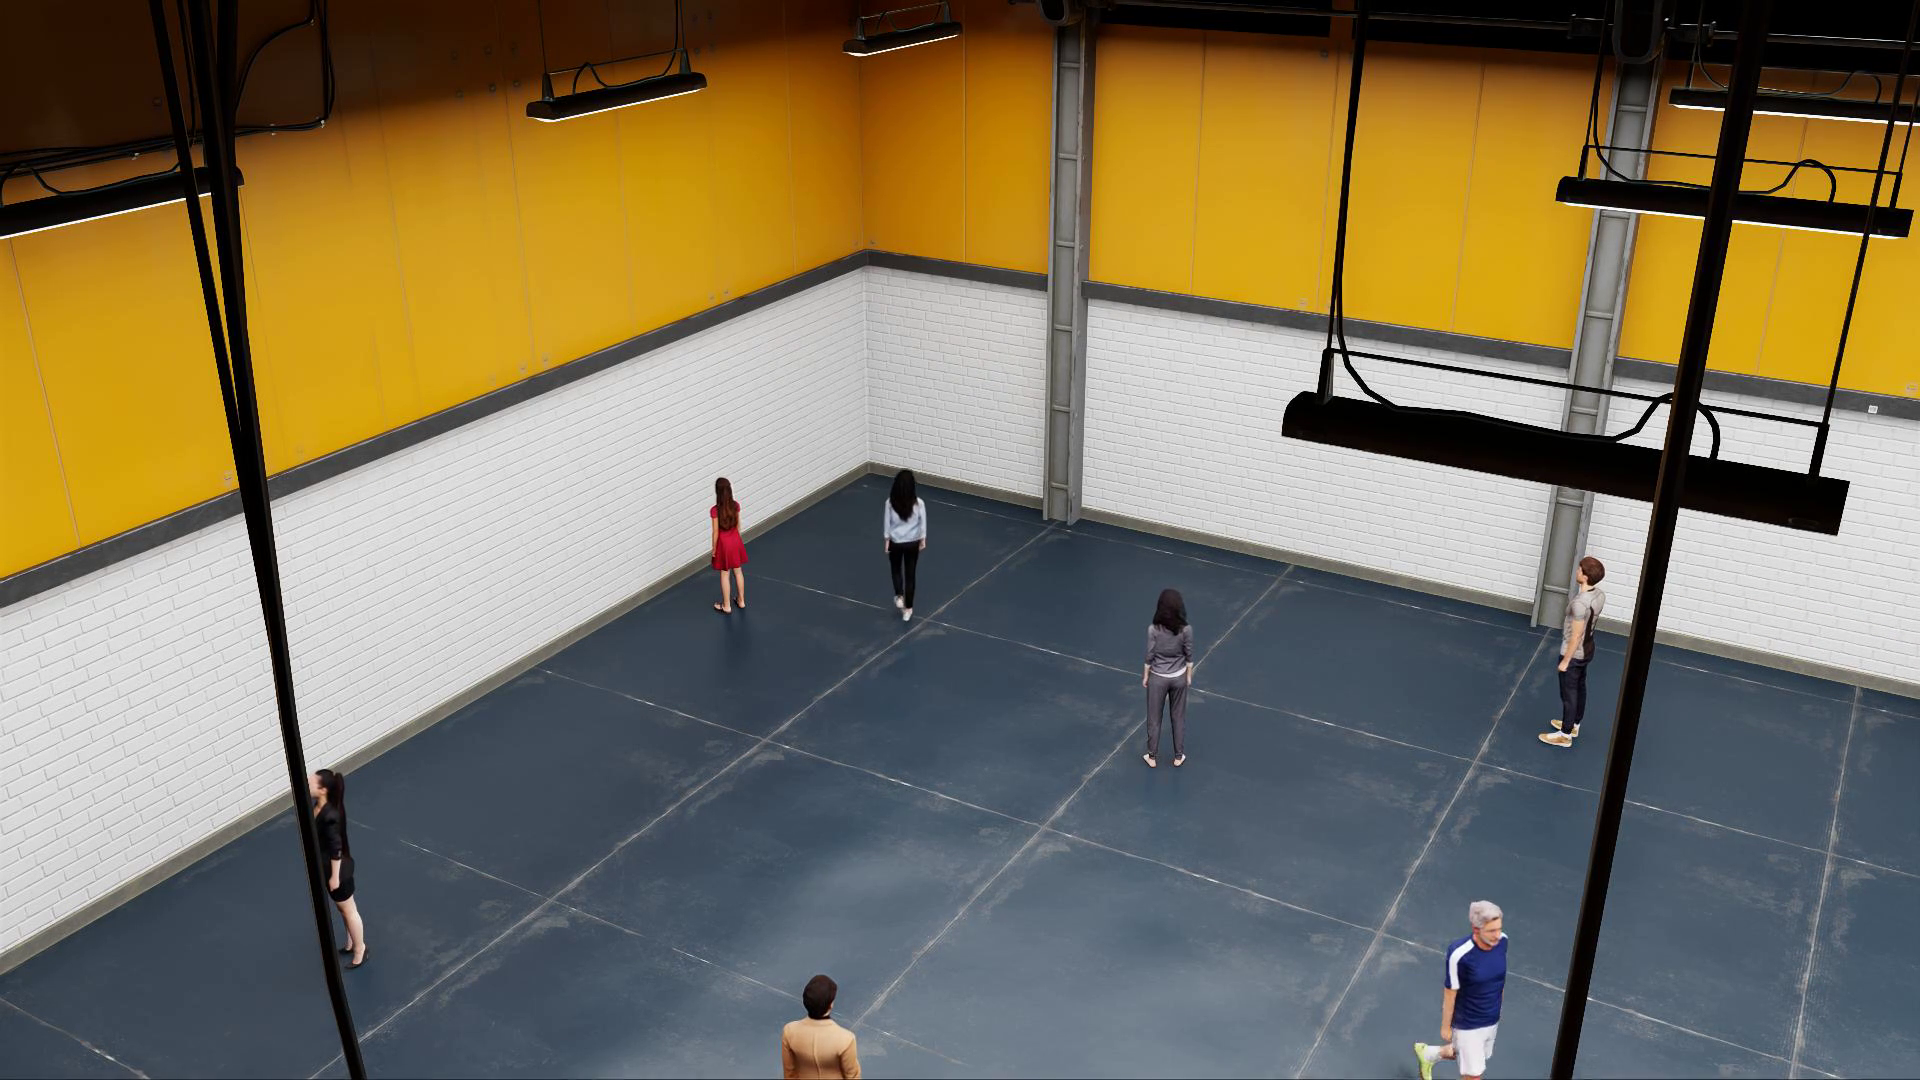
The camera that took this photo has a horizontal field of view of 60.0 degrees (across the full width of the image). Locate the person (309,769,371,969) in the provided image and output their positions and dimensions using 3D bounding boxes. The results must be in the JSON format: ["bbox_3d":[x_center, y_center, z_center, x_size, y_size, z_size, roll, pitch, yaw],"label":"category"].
[{"bbox_3d":[-4.703,2.467,12.558,0.740,1.697,0.641,-12,26,-26],"label":"person"}]

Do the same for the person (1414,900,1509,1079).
[{"bbox_3d":[3.331,3.099,10.964,0.961,1.816,1.146,-13,27,-27],"label":"person"}]

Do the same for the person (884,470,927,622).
[{"bbox_3d":[-0.600,0.084,18.016,0.827,1.692,0.868,-1,24,-2],"label":"person"}]

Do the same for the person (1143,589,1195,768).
[{"bbox_3d":[1.898,1.268,15.220,0.621,1.763,0.738,0,24,-1],"label":"person"}]

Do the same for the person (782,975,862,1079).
[{"bbox_3d":[-0.854,3.441,10.294,0.671,1.726,0.787,4,24,10],"label":"person"}]

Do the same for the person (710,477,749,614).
[{"bbox_3d":[-2.562,0.043,18.285,0.630,1.553,0.689,-19,30,-37],"label":"person"}]

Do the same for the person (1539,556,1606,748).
[{"bbox_3d":[5.783,1.036,15.584,0.614,1.895,0.692,19,30,36],"label":"person"}]
